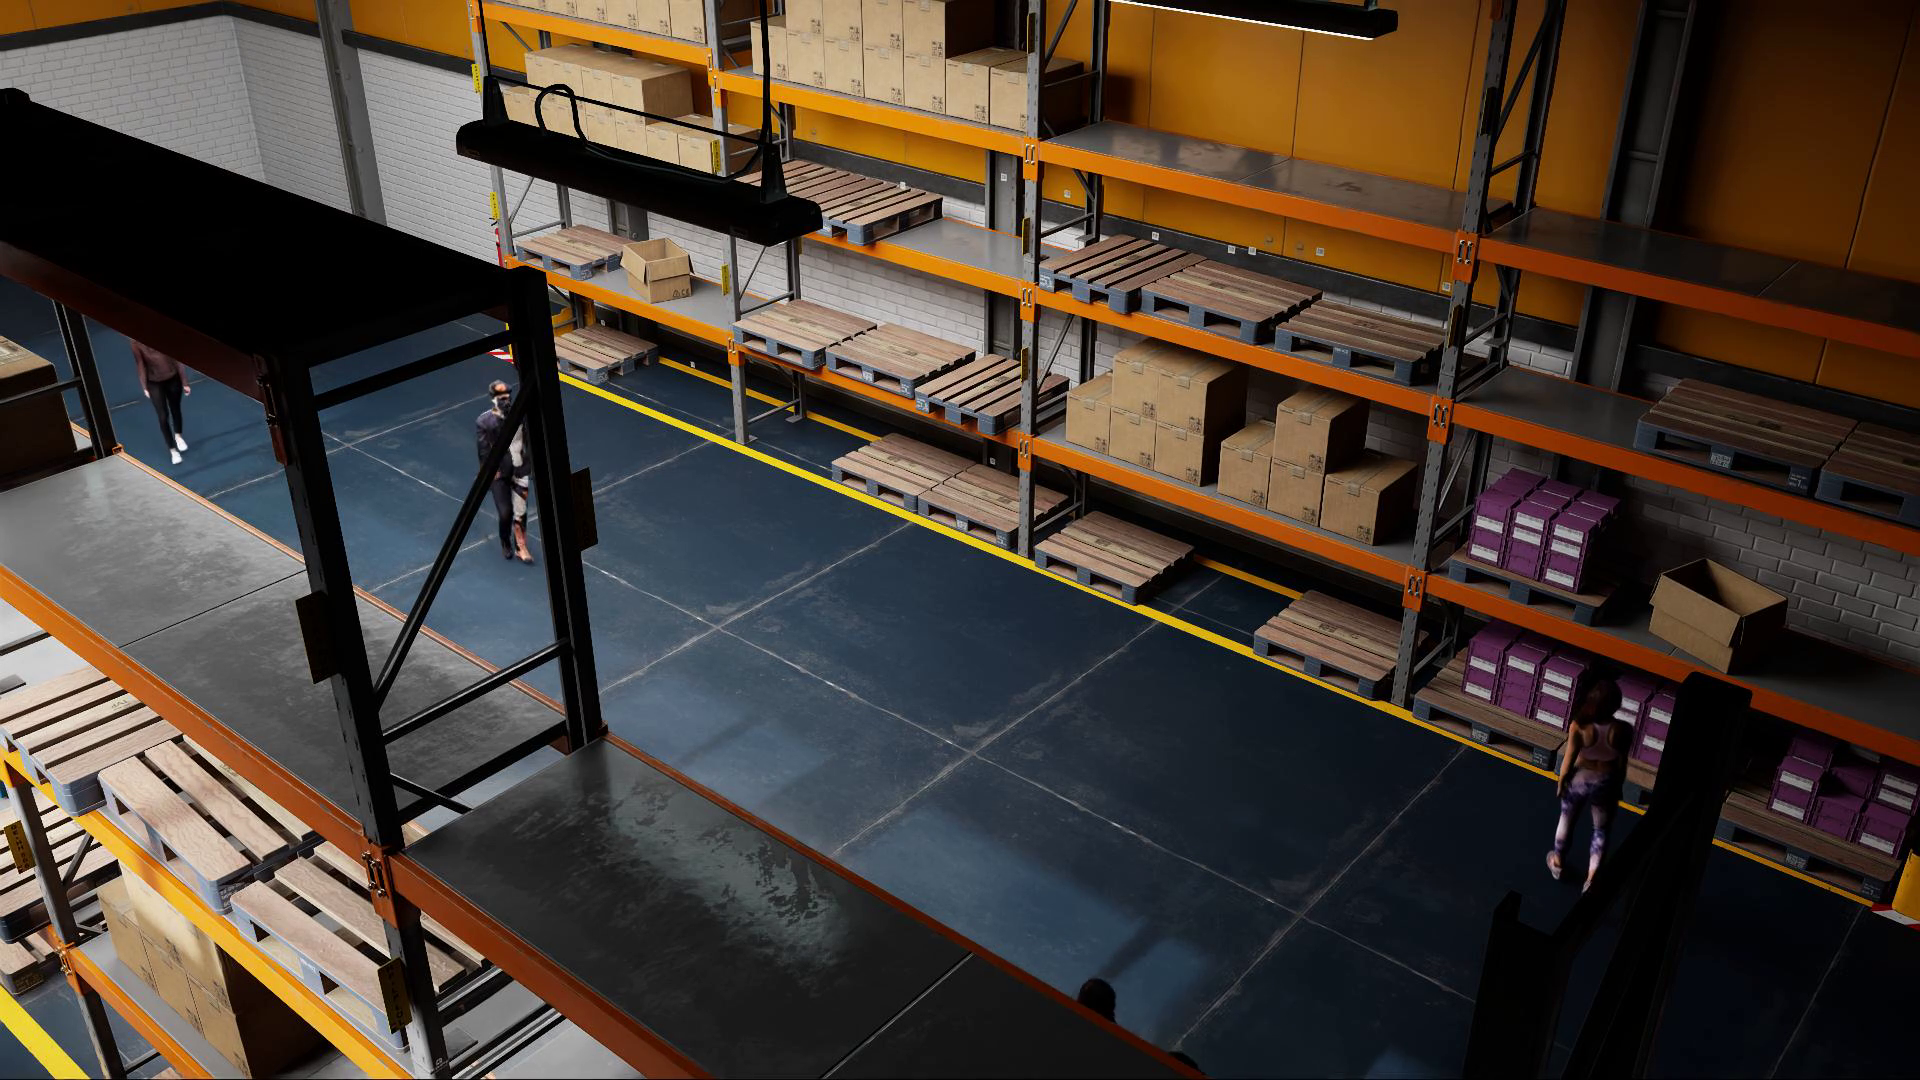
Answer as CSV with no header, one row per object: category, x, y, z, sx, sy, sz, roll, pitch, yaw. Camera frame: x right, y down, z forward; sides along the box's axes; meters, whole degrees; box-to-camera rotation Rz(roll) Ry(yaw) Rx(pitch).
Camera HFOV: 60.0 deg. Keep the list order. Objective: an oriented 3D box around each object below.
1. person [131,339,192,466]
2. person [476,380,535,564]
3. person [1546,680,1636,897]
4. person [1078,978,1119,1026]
person,-8.580,-1.700,17.915,0.786,1.666,1.045,-18,34,-30
person,-4.323,-0.661,15.785,0.786,1.881,0.784,-18,34,-30
person,4.382,1.752,11.493,0.961,1.755,0.914,6,29,11
person,0.637,3.040,9.230,1.122,1.662,0.855,7,29,13
